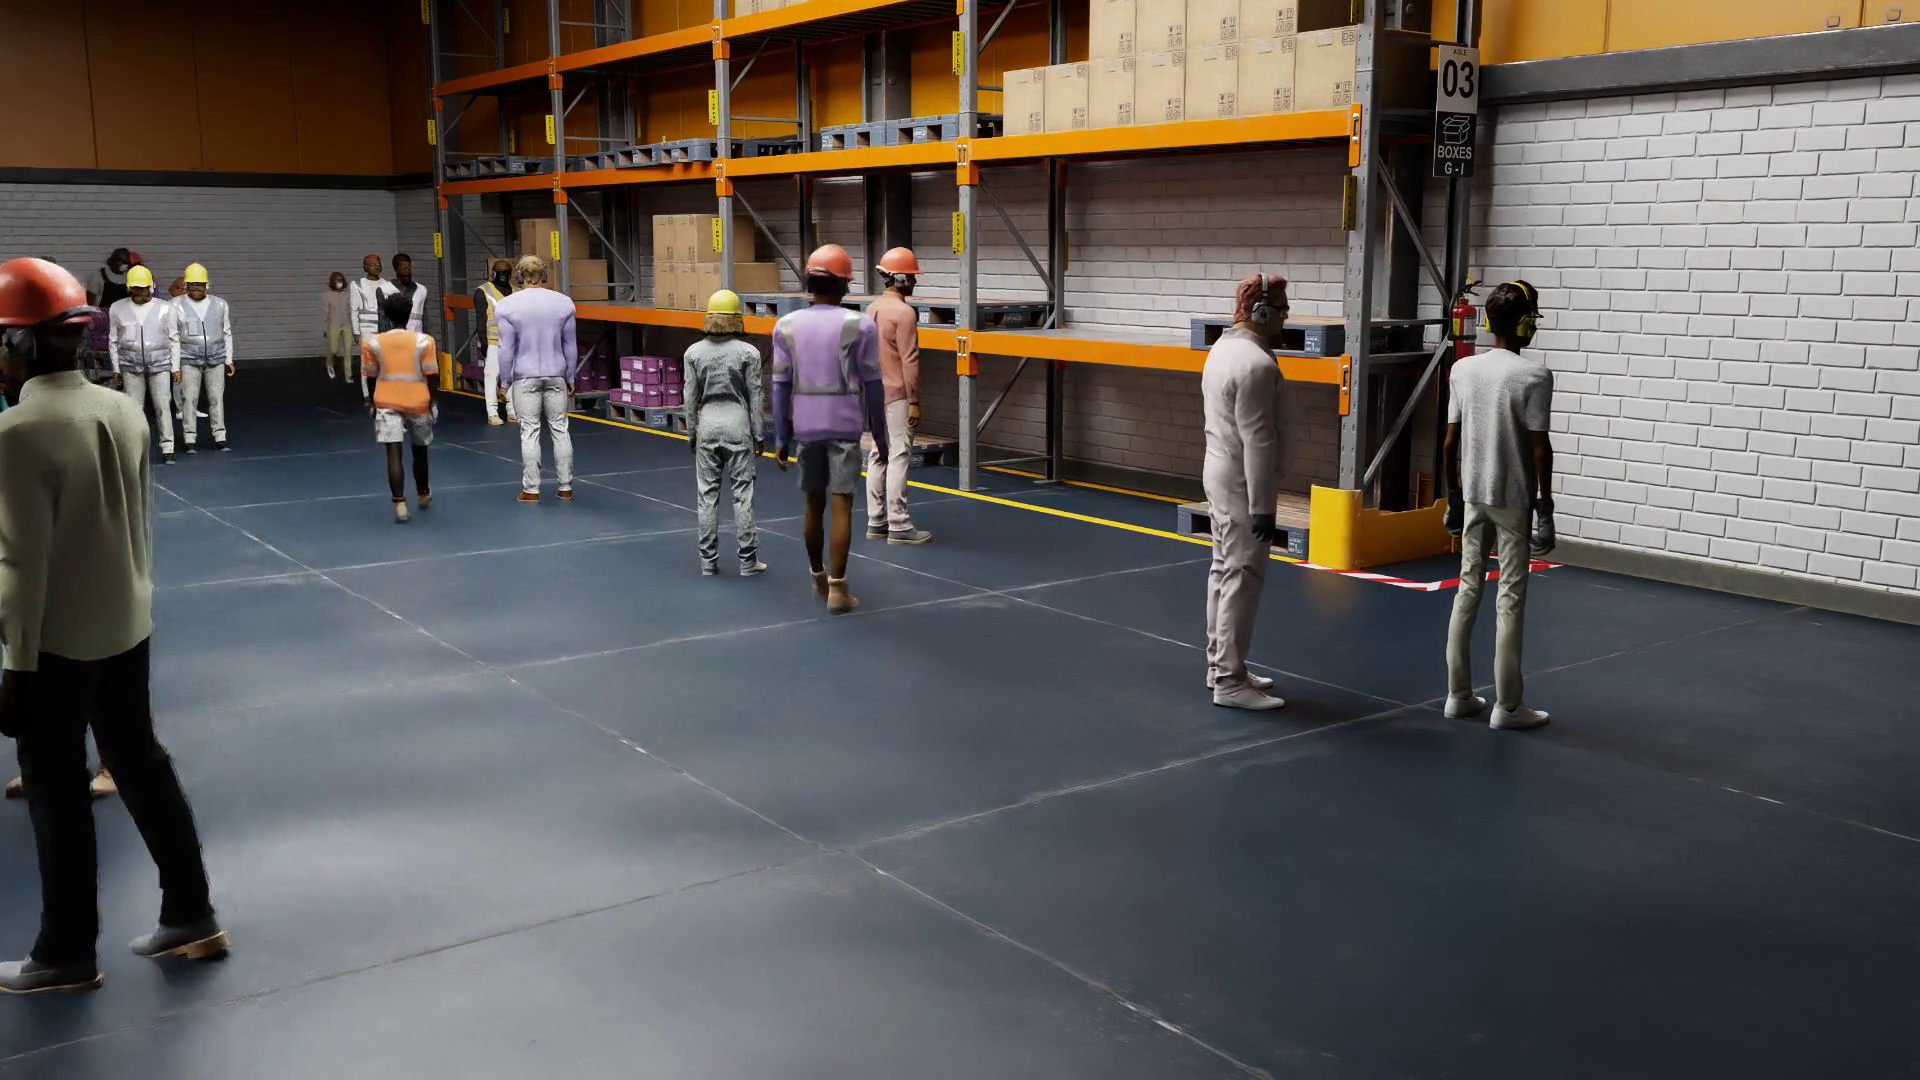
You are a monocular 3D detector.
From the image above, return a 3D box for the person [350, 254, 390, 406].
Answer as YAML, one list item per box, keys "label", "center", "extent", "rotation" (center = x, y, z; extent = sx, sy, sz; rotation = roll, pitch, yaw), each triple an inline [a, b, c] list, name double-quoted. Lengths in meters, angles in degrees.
- label: "person"
  center: [-7.308, -2.619, 20.797]
  extent: [0.575, 1.885, 0.355]
  rotation: [-8, 13, -37]

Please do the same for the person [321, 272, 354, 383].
- label: "person"
  center: [-9.059, -3.101, 24.250]
  extent: [0.506, 1.616, 0.605]
  rotation: [-8, 13, -36]

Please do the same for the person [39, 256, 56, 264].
- label: "person"
  center: [-12.126, -2.844, 22.175]
  extent: [0.652, 1.838, 1.052]
  rotation: [2, 10, 13]

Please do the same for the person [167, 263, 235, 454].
- label: "person"
  center: [-7.314, -1.743, 16.043]
  extent: [0.599, 1.827, 0.403]
  rotation: [-7, 12, -36]

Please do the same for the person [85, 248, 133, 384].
- label: "person"
  center: [-12.196, -3.270, 24.007]
  extent: [1.007, 2.000, 0.745]
  rotation: [9, 14, 42]

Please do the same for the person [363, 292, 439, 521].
- label: "person"
  center: [-4.109, -0.993, 12.290]
  extent: [0.543, 1.648, 0.871]
  rotation: [-2, 10, -11]

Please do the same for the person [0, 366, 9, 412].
- label: "person"
  center: [-7.936, -1.359, 14.077]
  extent: [0.533, 1.765, 0.321]
  rotation: [-5, 11, -25]

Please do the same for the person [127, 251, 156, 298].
- label: "person"
  center: [-11.886, -3.264, 24.348]
  extent: [0.617, 1.905, 0.579]
  rotation: [-1, 10, -8]

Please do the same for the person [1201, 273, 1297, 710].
- label: "person"
  center: [1.267, -0.209, 7.277]
  extent: [0.398, 1.897, 0.646]
  rotation: [-1, 10, -4]

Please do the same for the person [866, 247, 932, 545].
- label: "person"
  center: [-0.430, -0.972, 11.259]
  extent: [0.396, 1.993, 0.618]
  rotation: [-6, 12, -30]

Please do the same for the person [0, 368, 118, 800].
- label: "person"
  center: [-3.285, 0.108, 6.041]
  extent: [0.540, 1.698, 0.317]
  rotation: [2, 10, 10]

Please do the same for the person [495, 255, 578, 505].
- label: "person"
  center: [-3.275, -1.236, 12.917]
  extent: [0.627, 1.933, 0.374]
  rotation: [-5, 11, -28]

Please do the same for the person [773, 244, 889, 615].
- label: "person"
  center: [-0.718, -0.622, 9.253]
  extent: [0.615, 2.039, 0.527]
  rotation: [3, 11, 18]

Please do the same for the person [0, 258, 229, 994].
- label: "person"
  center: [-2.391, 0.246, 4.489]
  extent: [0.425, 2.003, 0.617]
  rotation: [1, 10, 7]

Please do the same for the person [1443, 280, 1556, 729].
- label: "person"
  center: [2.268, -0.143, 6.971]
  extent: [0.321, 1.871, 0.532]
  rotation: [-8, 13, -38]

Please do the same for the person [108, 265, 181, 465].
- label: "person"
  center: [-7.409, -1.577, 15.139]
  extent: [0.588, 1.822, 0.403]
  rotation: [-4, 11, -22]

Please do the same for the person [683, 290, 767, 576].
- label: "person"
  center: [-1.426, -0.648, 10.158]
  extent: [0.493, 1.740, 0.325]
  rotation: [1, 10, 8]

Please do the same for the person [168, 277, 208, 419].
- label: "person"
  center: [-8.954, -2.213, 19.226]
  extent: [0.286, 1.633, 0.498]
  rotation: [1, 10, 6]

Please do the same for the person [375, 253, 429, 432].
- label: "person"
  center: [-5.993, -2.123, 17.927]
  extent: [0.374, 1.916, 0.596]
  rotation: [8, 13, 38]

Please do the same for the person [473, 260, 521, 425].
- label: "person"
  center: [-5.118, -2.211, 18.651]
  extent: [0.430, 1.838, 0.620]
  rotation: [8, 13, 39]
